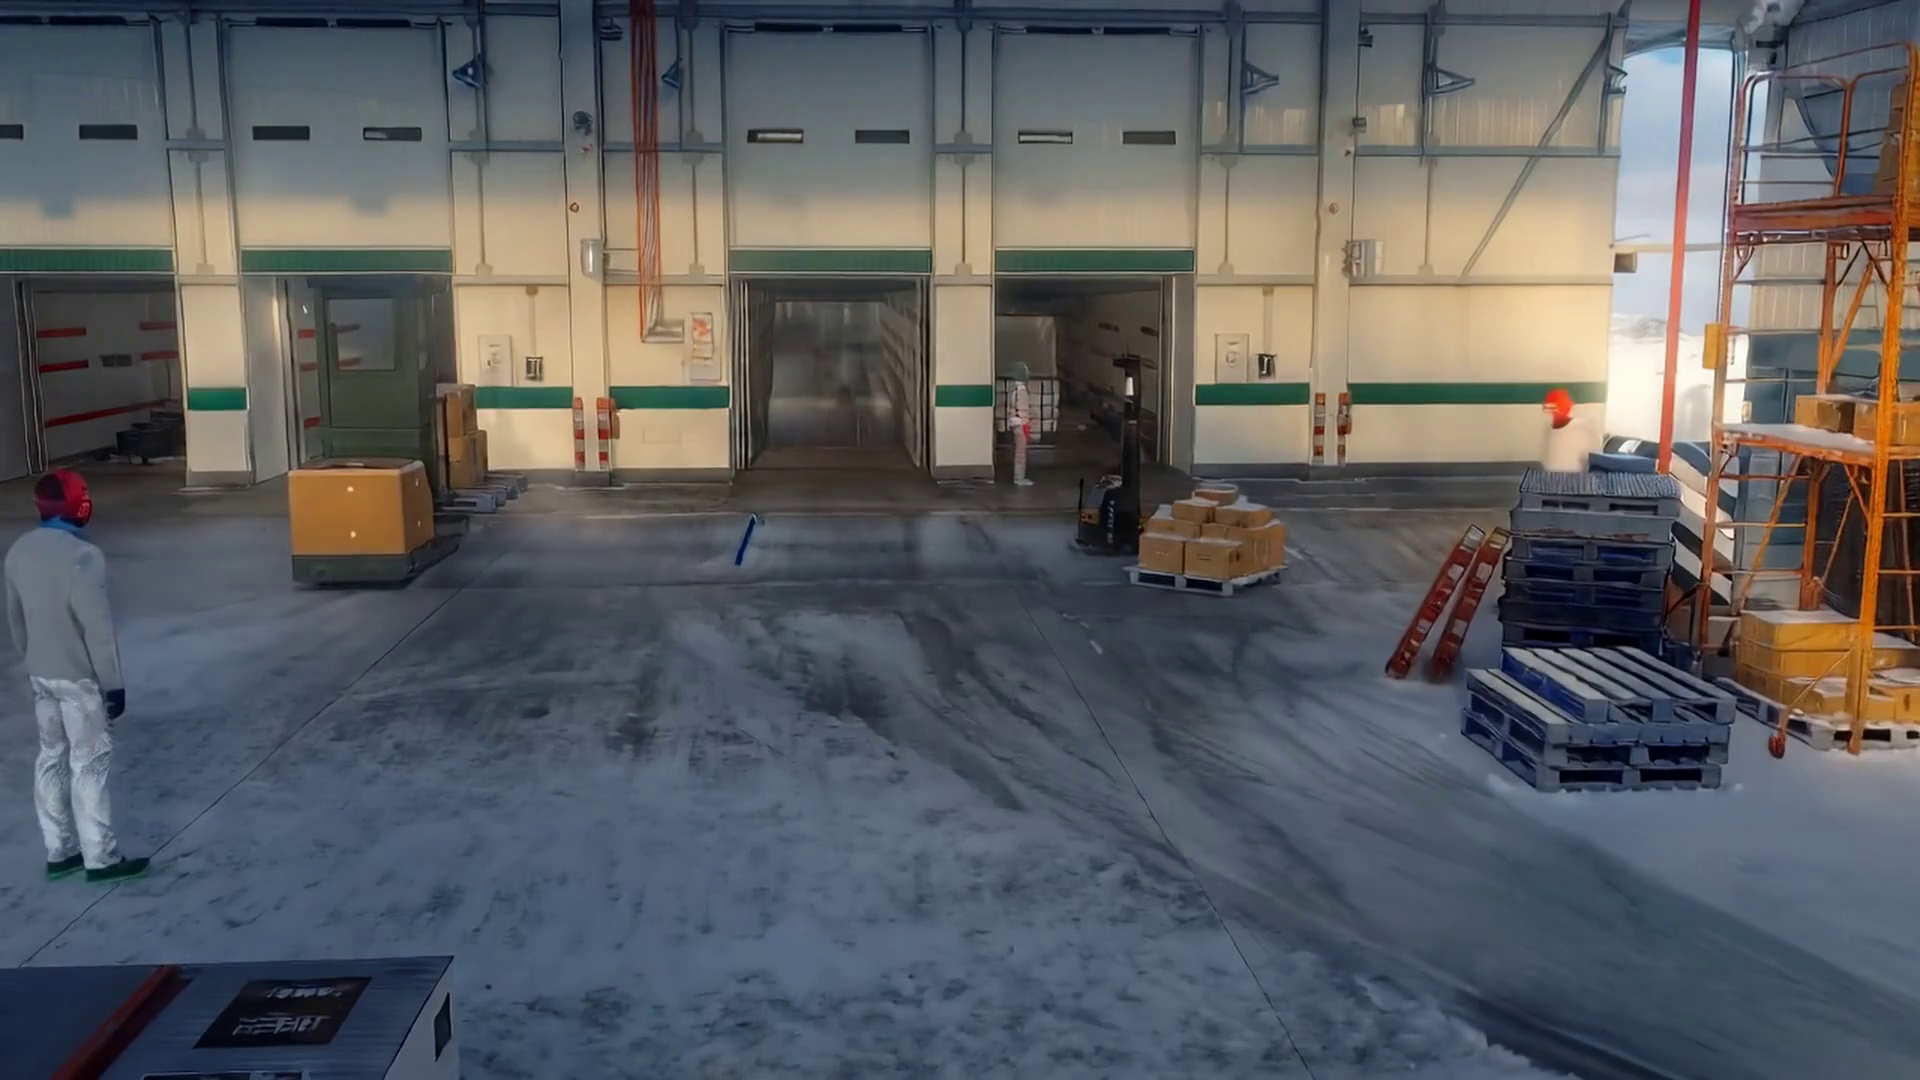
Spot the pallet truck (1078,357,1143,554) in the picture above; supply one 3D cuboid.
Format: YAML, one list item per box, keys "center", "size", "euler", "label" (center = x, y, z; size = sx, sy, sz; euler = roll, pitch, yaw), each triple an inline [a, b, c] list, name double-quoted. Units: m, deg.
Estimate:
- center: [2.088, -0.836, 16.757]
  size: [1.885, 1.965, 0.823]
  euler: [2, 9, 13]
  label: "pallet truck"

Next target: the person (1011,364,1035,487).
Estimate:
- center: [0.841, -1.532, 22.265]
  size: [0.314, 1.636, 0.515]
  euler: [0, 9, 0]
  label: "person"

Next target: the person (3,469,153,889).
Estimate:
- center: [-4.097, 0.638, 7.687]
  size: [0.627, 1.941, 0.371]
  euler: [5, 10, 27]
  label: "person"

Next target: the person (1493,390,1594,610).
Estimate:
- center: [4.996, -0.303, 13.827]
  size: [1.077, 1.883, 0.617]
  euler: [-4, 10, -22]
  label: "person"

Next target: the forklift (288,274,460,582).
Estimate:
- center: [-5.554, -1.101, 15.662]
  size: [1.129, 2.768, 1.873]
  euler: [-1, 9, -4]
  label: "forklift"
